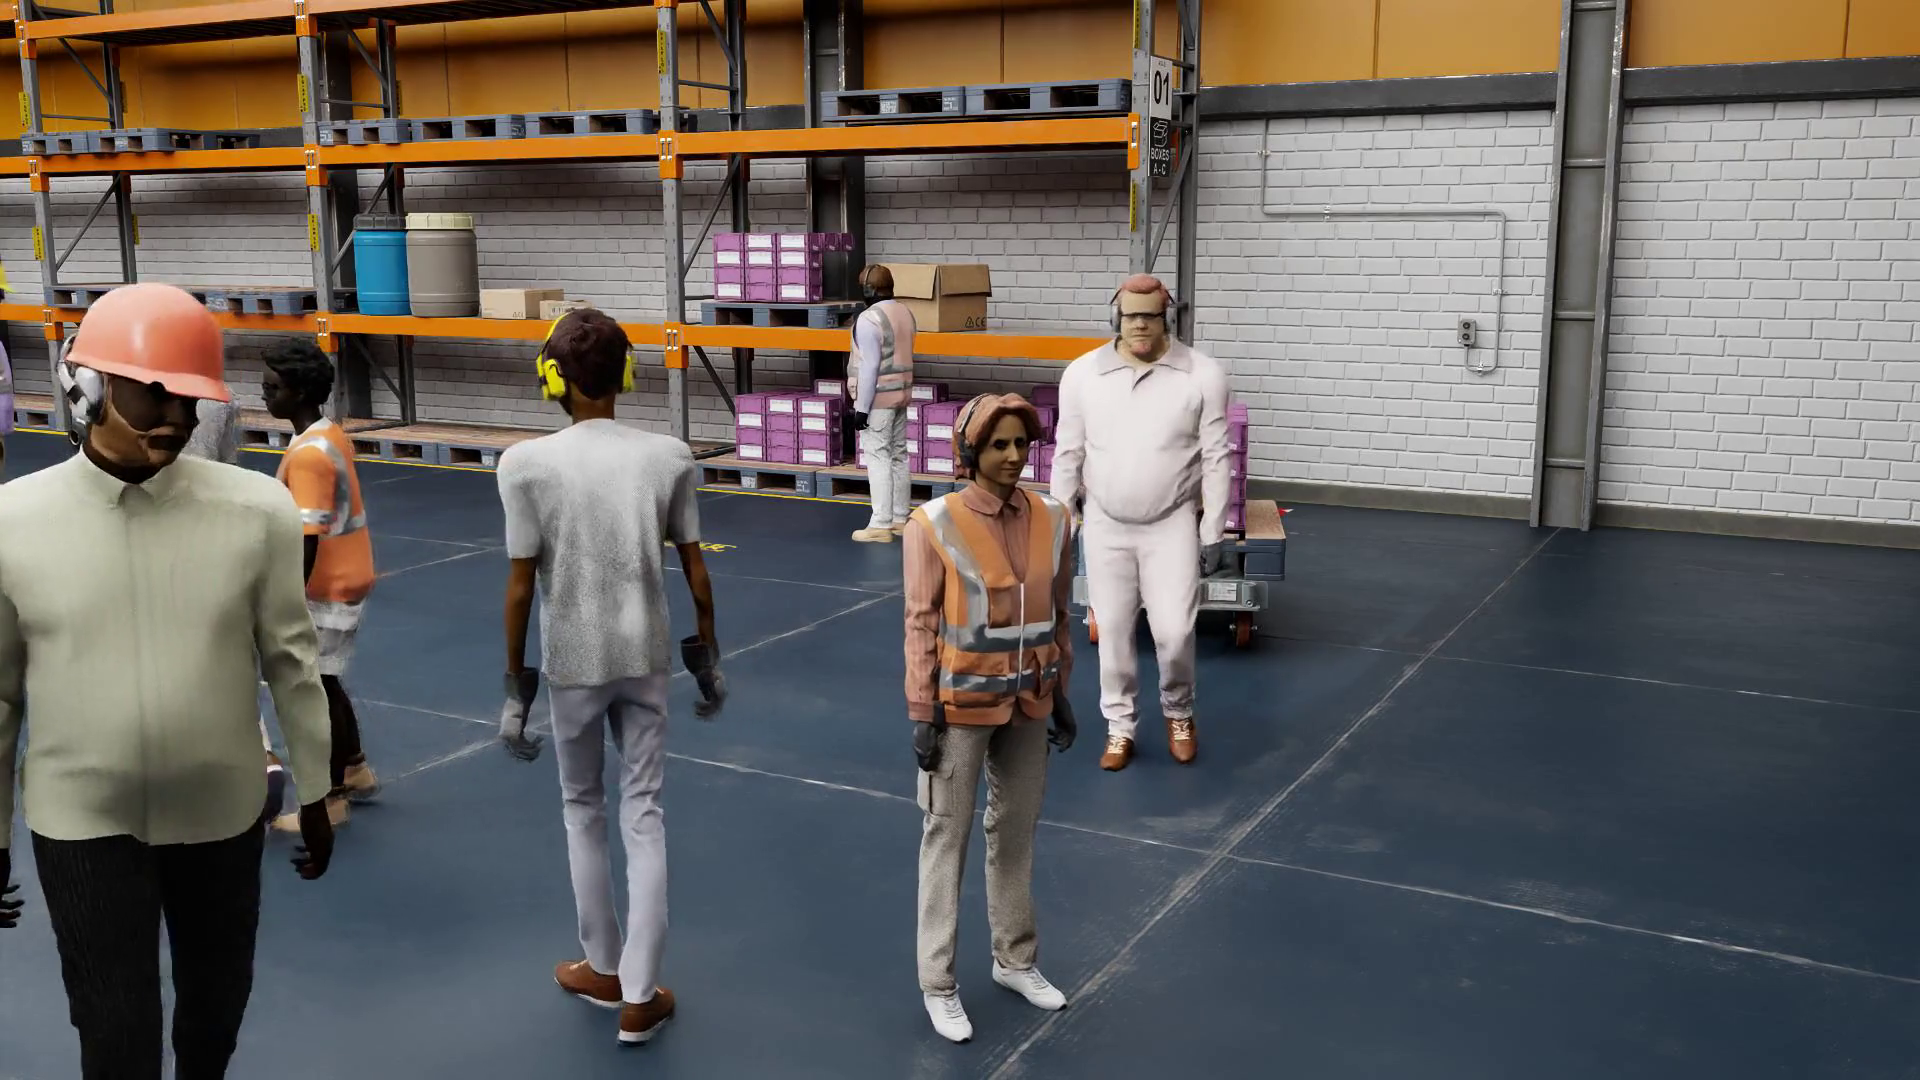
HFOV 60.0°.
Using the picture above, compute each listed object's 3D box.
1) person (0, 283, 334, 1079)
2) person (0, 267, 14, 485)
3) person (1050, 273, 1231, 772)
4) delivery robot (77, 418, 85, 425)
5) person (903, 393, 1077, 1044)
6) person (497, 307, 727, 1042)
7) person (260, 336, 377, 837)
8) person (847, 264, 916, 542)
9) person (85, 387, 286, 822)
[{"bbox_3d":[-1.555,0.479,3.208,0.634,1.955,0.937,-6,12,-30],"label":"person"},{"bbox_3d":[-5.488,-0.640,9.404,0.370,1.924,0.586,-6,12,-32],"label":"person"},{"bbox_3d":[0.670,-0.048,6.255,0.667,1.890,0.415,3,11,16],"label":"person"},{"bbox_3d":[-8.031,-1.161,15.757,0.707,0.478,0.477,6,12,30],"label":"delivery robot"},{"bbox_3d":[0.073,0.448,4.267,0.520,1.651,0.336,-7,13,-34],"label":"person"},{"bbox_3d":[-0.886,0.337,4.246,0.589,1.855,0.529,-5,11,-24],"label":"person"},{"bbox_3d":[-2.180,0.160,5.634,0.377,1.691,0.568,-3,11,-16],"label":"person"},{"bbox_3d":[-0.535,-0.907,11.098,0.429,1.840,0.630,5,12,26],"label":"person"},{"bbox_3d":[-2.604,0.100,5.570,0.644,1.848,0.543,8,13,37],"label":"person"}]
